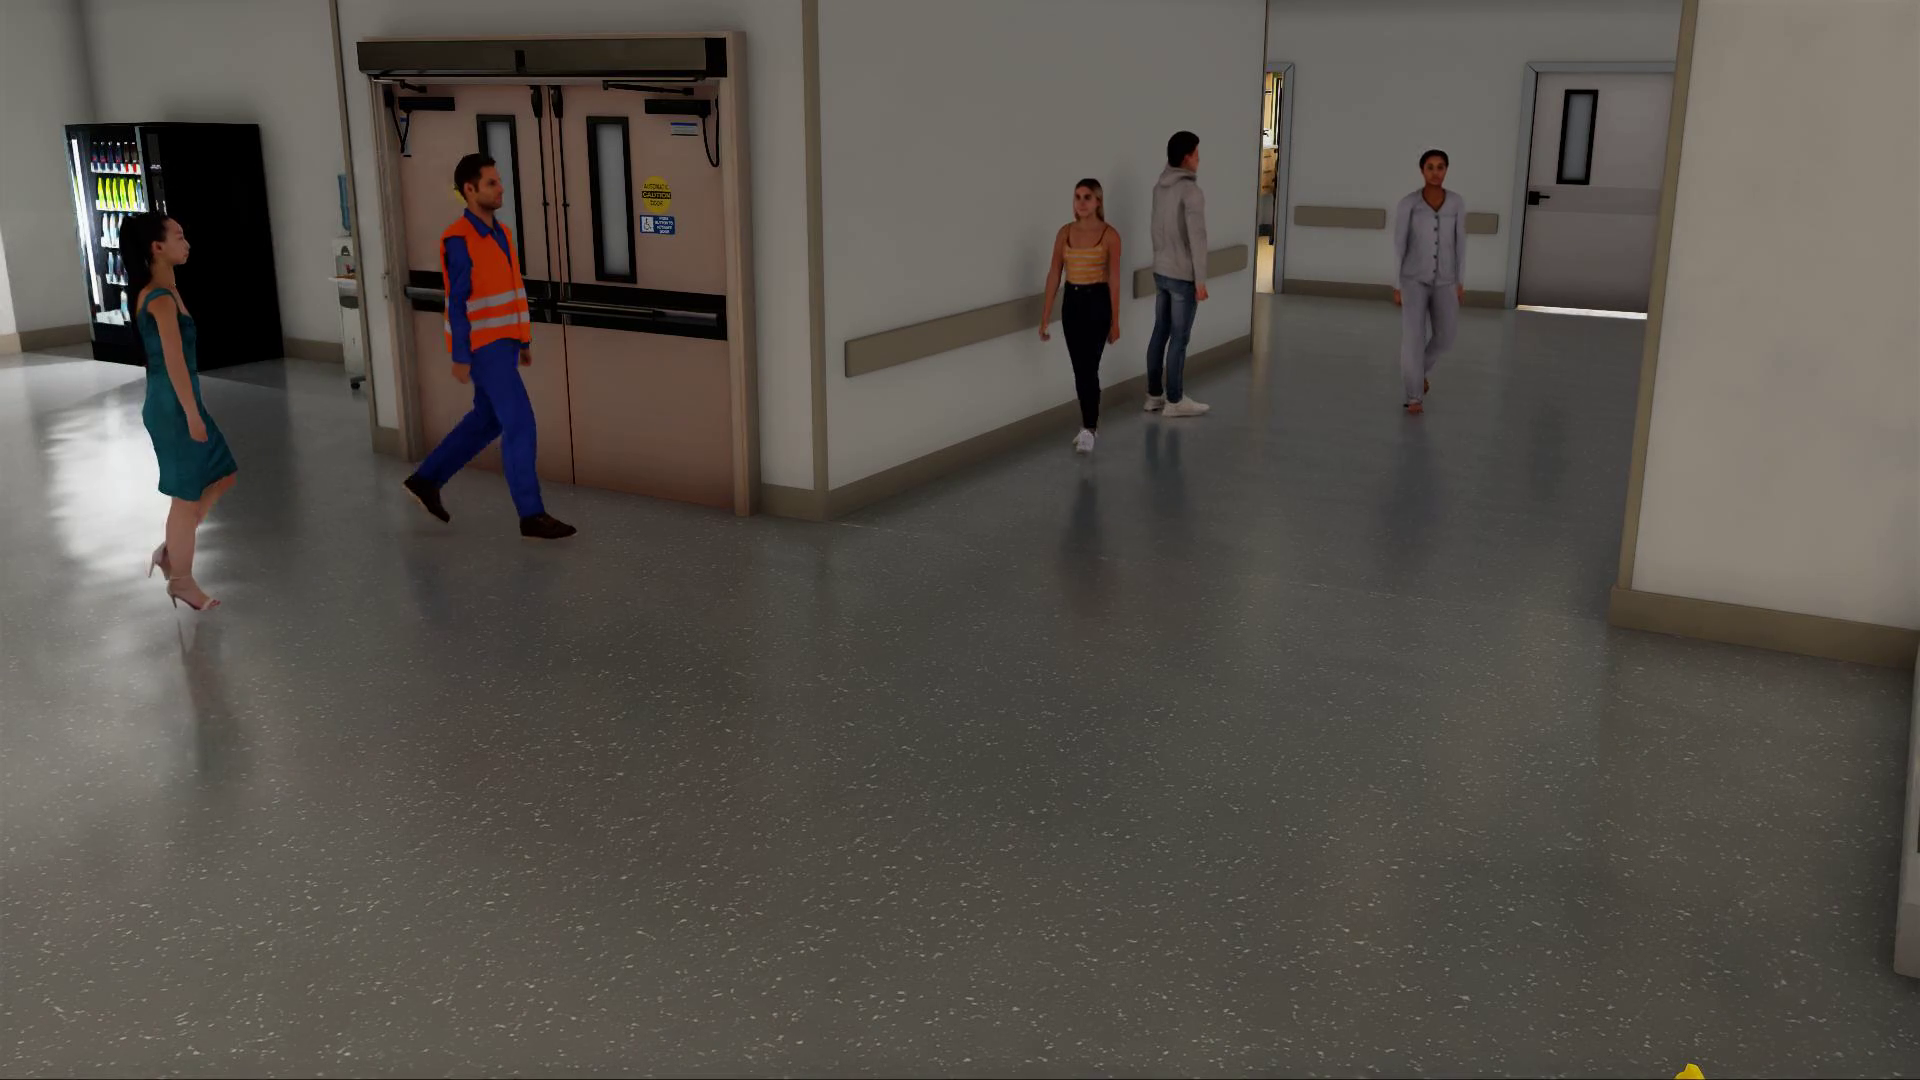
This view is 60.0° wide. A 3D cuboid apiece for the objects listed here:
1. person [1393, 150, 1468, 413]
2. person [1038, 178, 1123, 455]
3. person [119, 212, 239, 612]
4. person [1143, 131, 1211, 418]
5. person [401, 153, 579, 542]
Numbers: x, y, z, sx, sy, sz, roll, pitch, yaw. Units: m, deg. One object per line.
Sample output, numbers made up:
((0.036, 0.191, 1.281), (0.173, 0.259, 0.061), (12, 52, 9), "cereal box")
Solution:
((3.147, -1.751, 11.236), (0.920, 1.721, 0.924), (1, 16, 2), "person")
((0.790, -1.356, 10.043), (0.701, 1.609, 0.648), (10, 18, 31), "person")
((-3.320, -0.495, 6.867), (0.780, 1.674, 0.714), (-7, 17, -22), "person")
((1.425, -1.767, 11.051), (0.822, 1.852, 0.711), (-8, 17, -25), "person")
((-2.337, -0.891, 7.982), (1.278, 1.833, 0.961), (3, 16, 10), "person")
